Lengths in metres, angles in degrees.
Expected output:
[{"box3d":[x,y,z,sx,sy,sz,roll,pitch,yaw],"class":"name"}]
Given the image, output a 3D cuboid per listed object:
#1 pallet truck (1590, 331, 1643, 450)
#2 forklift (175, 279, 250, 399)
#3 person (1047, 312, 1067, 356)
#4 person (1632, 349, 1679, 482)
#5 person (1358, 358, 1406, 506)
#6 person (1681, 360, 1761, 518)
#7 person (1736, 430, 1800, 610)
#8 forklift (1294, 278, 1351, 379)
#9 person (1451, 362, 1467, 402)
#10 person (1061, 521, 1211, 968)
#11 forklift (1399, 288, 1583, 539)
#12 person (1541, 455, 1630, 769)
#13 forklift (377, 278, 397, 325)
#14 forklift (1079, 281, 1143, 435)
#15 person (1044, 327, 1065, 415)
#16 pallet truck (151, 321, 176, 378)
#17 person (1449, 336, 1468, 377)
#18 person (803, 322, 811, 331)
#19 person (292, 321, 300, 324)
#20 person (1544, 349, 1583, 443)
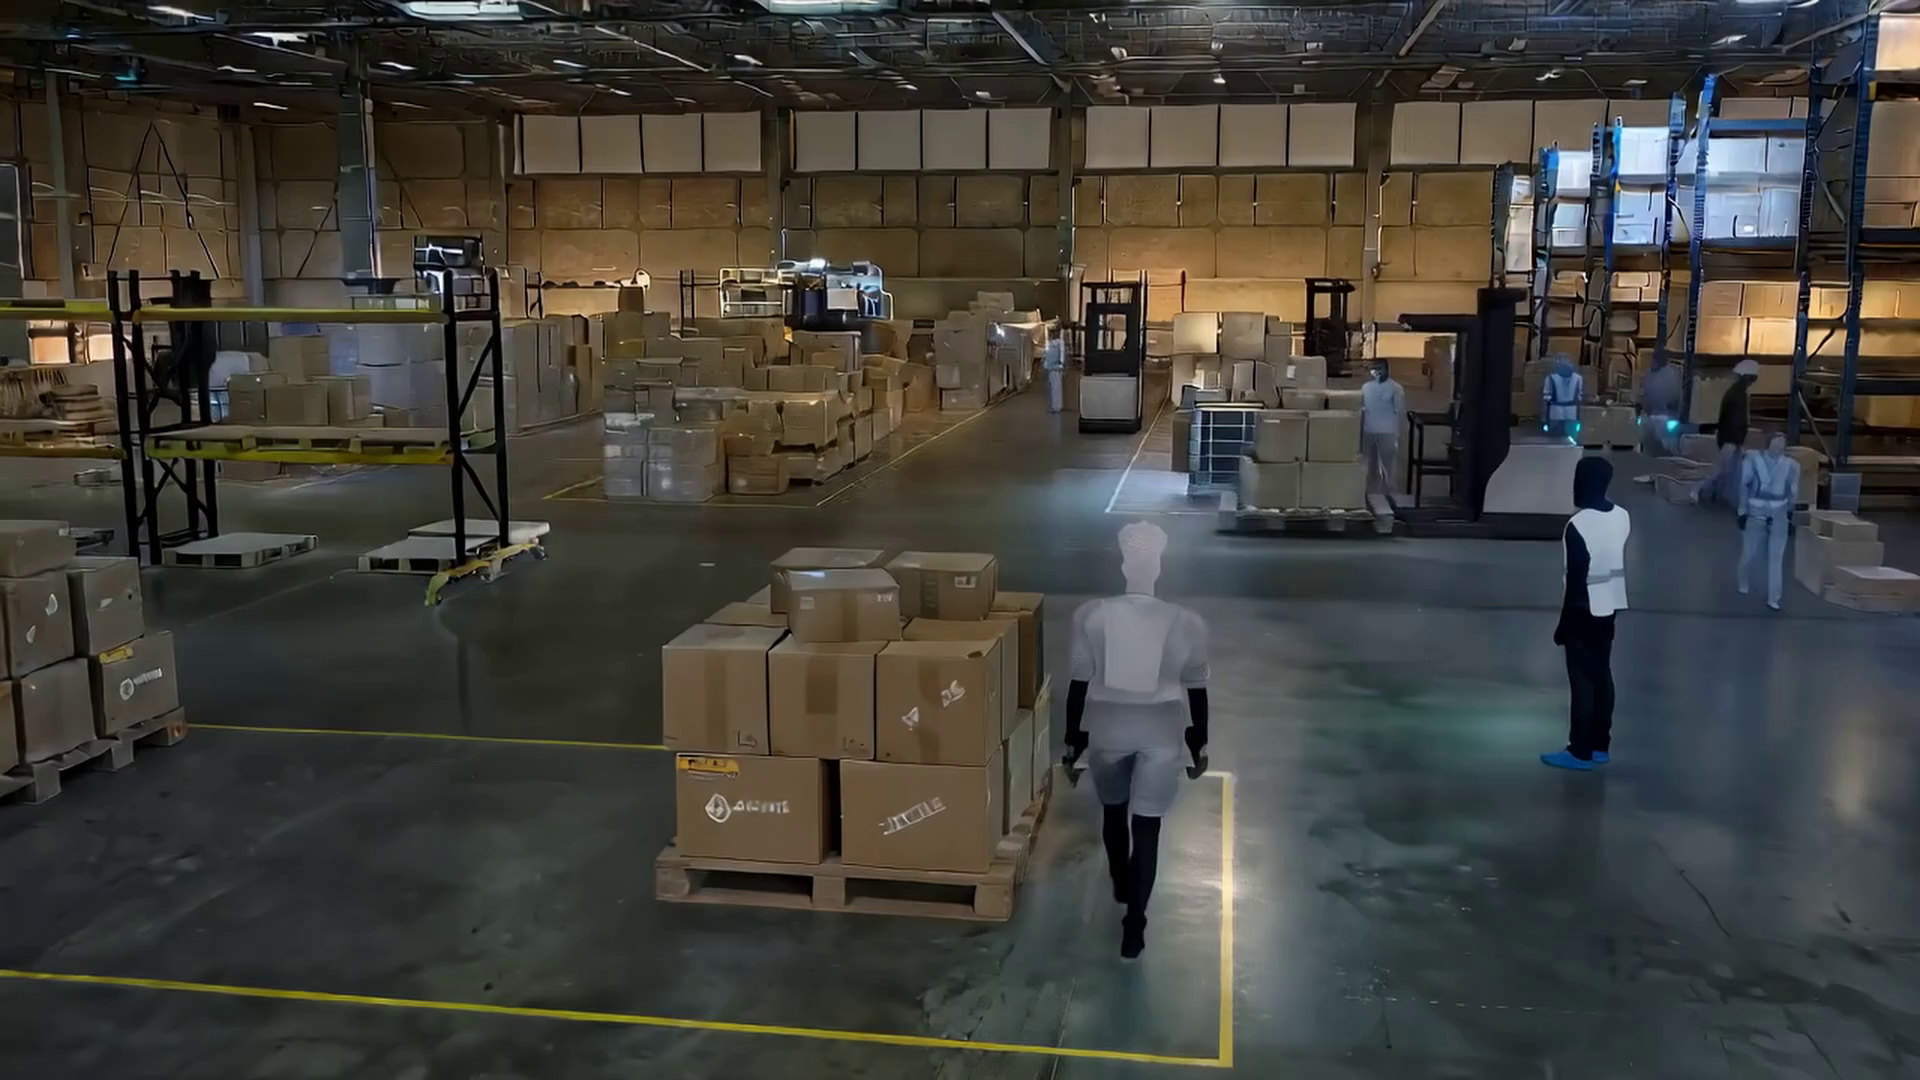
[{"box3d":[11.253,-2.573,28.499,0.823,1.965,1.885,5,10,27],"class":"pallet truck"},{"box3d":[-18.009,-4.785,39.428,1.129,2.768,1.873,8,12,40],"class":"forklift"},{"box3d":[2.581,-5.081,44.197,0.554,1.916,0.406,-1,9,-6],"class":"person"},{"box3d":[10.044,-1.774,23.840,0.636,1.924,0.632,-3,10,-17],"class":"person"},{"box3d":[5.305,-1.334,21.037,0.365,1.939,0.636,-8,12,-41],"class":"person"},{"box3d":[9.379,-1.231,20.363,0.841,1.962,0.635,3,10,17],"class":"person"},{"box3d":[7.354,-0.218,15.192,0.511,1.610,0.769,3,10,16],"class":"person"},{"box3d":[10.131,-5.935,46.521,1.129,2.768,1.873,-1,9,-6],"class":"forklift"},{"box3d":[7.834,-1.982,25.984,0.317,1.631,0.522,-1,9,-4],"class":"person"},{"box3d":[0.812,0.862,7.515,0.634,1.921,0.971,2,9,14],"class":"person"},{"box3d":[6.109,-1.483,19.060,1.873,2.768,1.129,1,9,9],"class":"forklift"},{"box3d":[3.847,0.442,10.148,0.590,1.919,0.391,-9,13,-43],"class":"person"},{"box3d":[-15.073,-5.503,43.852,1.873,2.768,1.129,-4,10,-25],"class":"forklift"},{"box3d":[2.838,-3.426,31.042,1.129,2.768,1.873,1,9,9],"class":"forklift"},{"box3d":[1.984,-3.560,35.066,0.430,1.845,0.619,3,10,19],"class":"person"},{"box3d":[-21.869,-5.598,47.154,0.823,1.965,1.885,4,10,26],"class":"pallet truck"},{"box3d":[11.158,-3.829,37.178,0.374,1.682,0.557,-5,10,-28],"class":"person"},{"box3d":[-4.095,-5.039,44.783,0.857,1.652,0.540,-1,9,-4],"class":"person"},{"box3d":[-17.353,-4.982,43.801,0.707,1.860,1.010,-6,11,-33],"class":"person"},{"box3d":[8.541,-1.741,23.581,0.552,1.920,0.423,1,9,6],"class":"person"}]
